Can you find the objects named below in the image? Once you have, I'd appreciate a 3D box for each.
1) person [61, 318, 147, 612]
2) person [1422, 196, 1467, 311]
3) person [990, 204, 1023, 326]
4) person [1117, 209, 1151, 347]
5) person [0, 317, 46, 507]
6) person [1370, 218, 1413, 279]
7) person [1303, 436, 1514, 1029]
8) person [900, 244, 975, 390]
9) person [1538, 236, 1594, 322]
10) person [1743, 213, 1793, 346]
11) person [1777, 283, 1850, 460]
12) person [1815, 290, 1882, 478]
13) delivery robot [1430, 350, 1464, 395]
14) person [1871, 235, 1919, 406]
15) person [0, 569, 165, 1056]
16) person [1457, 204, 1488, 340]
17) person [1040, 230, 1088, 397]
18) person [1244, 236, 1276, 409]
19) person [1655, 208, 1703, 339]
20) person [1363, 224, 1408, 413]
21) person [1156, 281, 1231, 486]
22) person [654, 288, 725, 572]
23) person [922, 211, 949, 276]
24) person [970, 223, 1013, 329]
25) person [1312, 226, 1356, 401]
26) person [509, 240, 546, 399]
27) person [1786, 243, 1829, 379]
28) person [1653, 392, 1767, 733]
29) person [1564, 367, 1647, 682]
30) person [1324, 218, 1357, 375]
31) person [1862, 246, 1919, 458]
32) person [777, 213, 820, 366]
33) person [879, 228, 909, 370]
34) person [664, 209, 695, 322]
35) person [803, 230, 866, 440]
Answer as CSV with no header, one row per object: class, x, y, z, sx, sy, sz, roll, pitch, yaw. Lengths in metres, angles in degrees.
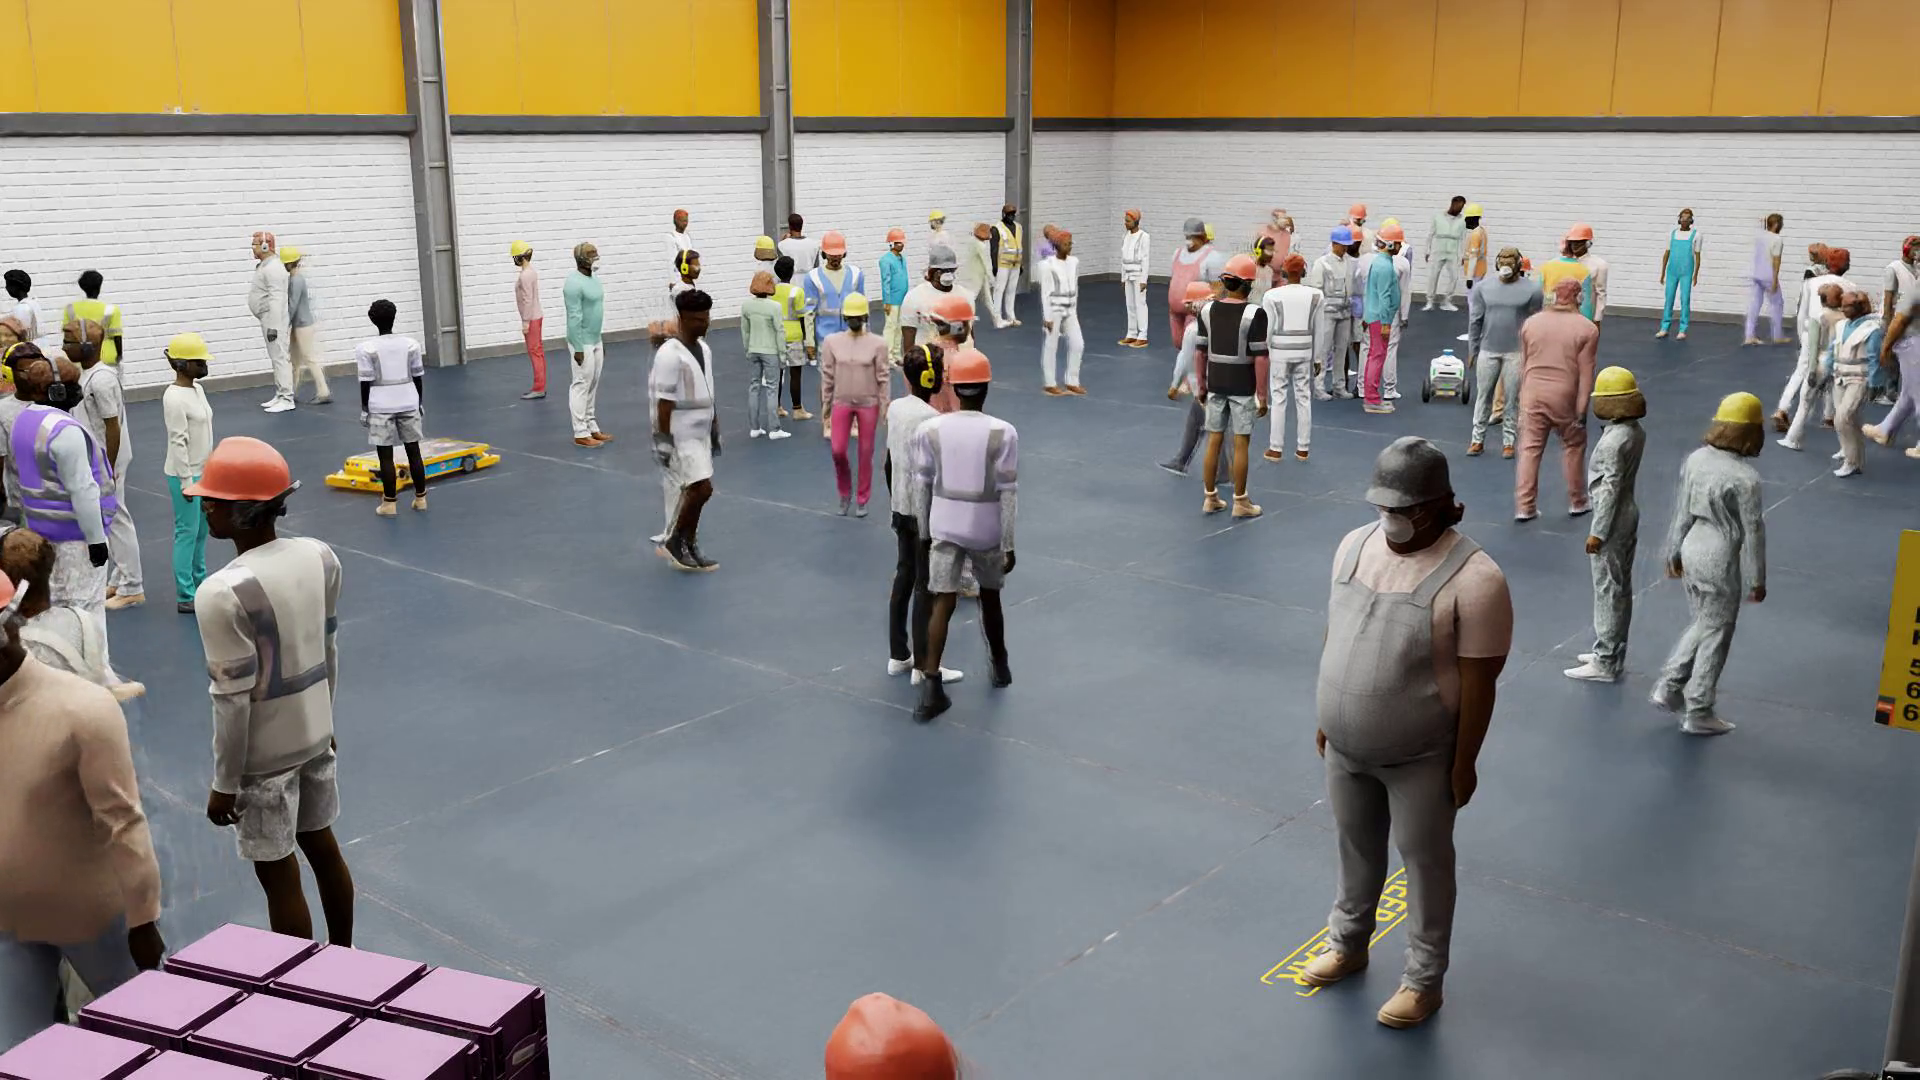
person,-5.394,-0.474,10.463,0.332,1.844,0.516,-9,17,-32
person,7.949,-4.692,27.264,0.663,1.880,0.390,1,14,2
person,0.724,-4.159,25.202,0.627,1.840,0.429,-12,19,-40
person,2.403,-3.599,22.890,0.349,1.879,0.582,-8,16,-29
person,-7.070,-0.856,12.468,0.537,1.600,0.769,0,14,0
person,5.592,-3.298,21.799,0.586,1.822,0.403,8,16,30
person,1.464,0.632,5.649,0.536,2.000,0.681,-10,17,-36
person,-0.129,-1.458,14.000,0.674,2.000,0.536,-7,16,-27
person,6.468,-2.339,17.855,0.630,1.884,0.490,14,19,43
person,11.231,-3.587,22.974,0.829,1.808,0.536,-4,15,-15
person,7.992,-1.556,15.299,0.521,1.594,0.871,-3,14,-13
person,7.710,-1.345,14.412,0.508,1.616,0.521,-2,14,-8
delivery robot,5.401,-1.868,18.461,0.477,0.478,0.707,4,15,14
person,10.236,-2.392,18.136,0.566,1.841,0.389,-9,17,-31
person,-2.428,0.953,4.579,0.634,1.945,0.948,2,14,10
person,7.258,-3.792,23.585,0.406,1.918,0.587,6,15,22
person,1.185,-2.502,18.523,0.617,1.862,0.687,-12,18,-39
person,3.187,-2.321,17.823,0.542,1.853,0.428,-13,19,-42
person,10.255,-3.787,23.701,0.513,1.846,0.334,12,18,39
person,4.500,-2.347,17.671,0.403,1.986,0.611,2,14,6
person,1.993,-1.336,14.168,0.836,1.707,0.553,9,16,31
person,-1.803,-0.728,11.260,0.427,1.942,0.631,4,15,17
person,-0.324,-4.097,25.205,0.375,1.719,0.644,-5,15,-19
person,0.346,-3.881,24.597,0.882,1.577,0.520,-2,14,-6
person,4.144,-2.502,18.400,0.622,1.932,0.421,-8,16,-28
person,-4.817,-2.450,18.541,0.337,1.759,0.525,-1,14,-5
person,10.221,-2.731,19.916,0.516,1.635,0.313,-10,17,-34
person,3.781,0.123,8.286,0.342,1.728,0.496,-2,14,-9
person,3.554,-0.086,9.139,0.311,1.735,0.483,10,17,34
person,4.685,-2.967,20.331,0.395,1.900,0.647,-4,15,-16
person,8.807,-1.804,15.382,0.702,2.000,0.987,-6,15,-23
person,-2.028,-3.150,21.015,0.597,1.915,0.369,-9,17,-32
person,-0.793,-3.015,20.803,0.330,1.750,0.572,6,15,23
person,-3.824,-3.578,22.792,0.349,1.881,0.577,6,15,21
person,-1.189,-1.967,16.066,0.616,2.029,0.409,-5,15,-19
